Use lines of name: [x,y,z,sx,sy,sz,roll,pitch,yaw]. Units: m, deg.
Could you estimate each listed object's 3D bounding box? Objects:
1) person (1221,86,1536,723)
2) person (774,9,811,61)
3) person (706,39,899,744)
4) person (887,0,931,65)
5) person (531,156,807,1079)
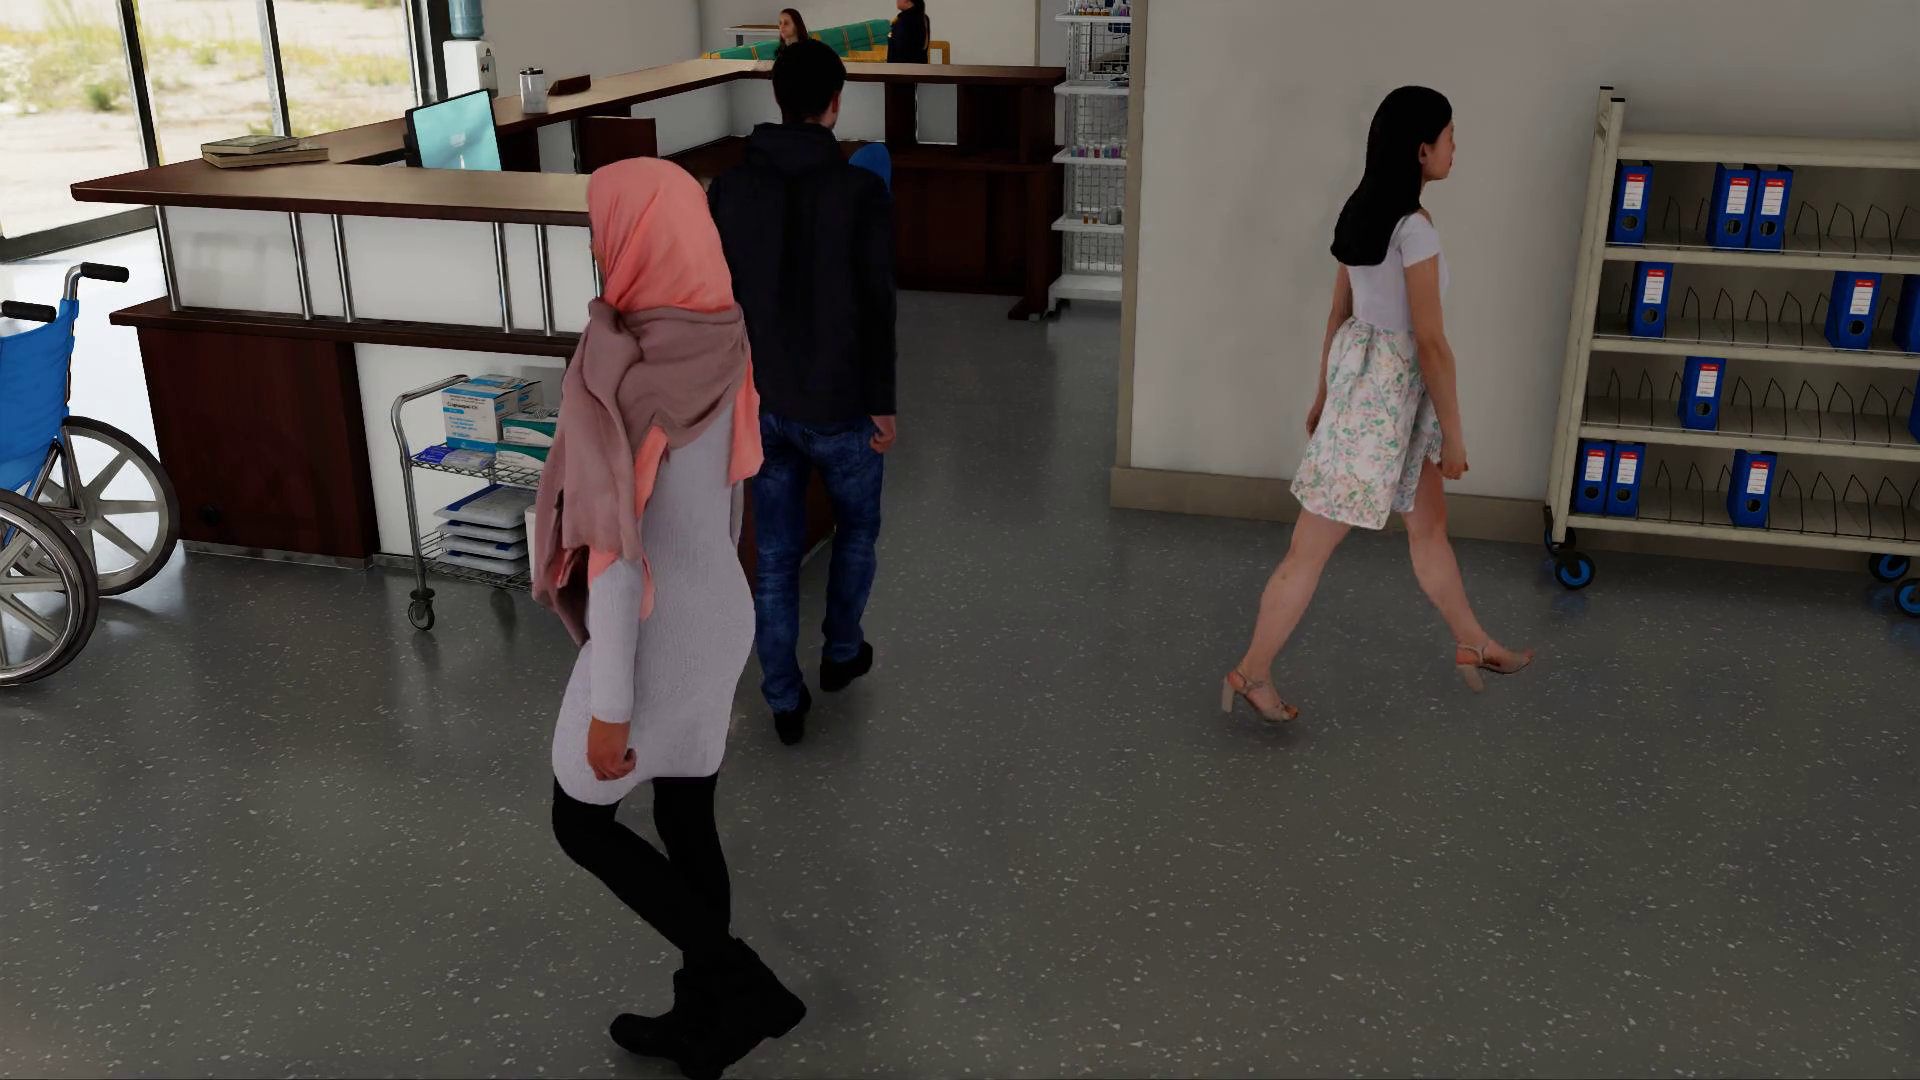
person: [1.008,-0.273,4.437,1.238,1.729,0.928,-3,21,-8]
person: [-1.247,-3.407,13.083,0.843,1.466,0.715,10,23,24]
person: [-0.431,-0.331,4.396,0.741,1.866,0.807,3,21,7]
person: [-0.393,-3.714,13.604,0.612,1.671,0.689,6,22,16]
person: [-0.458,0.232,3.006,0.755,1.797,0.702,9,23,23]
